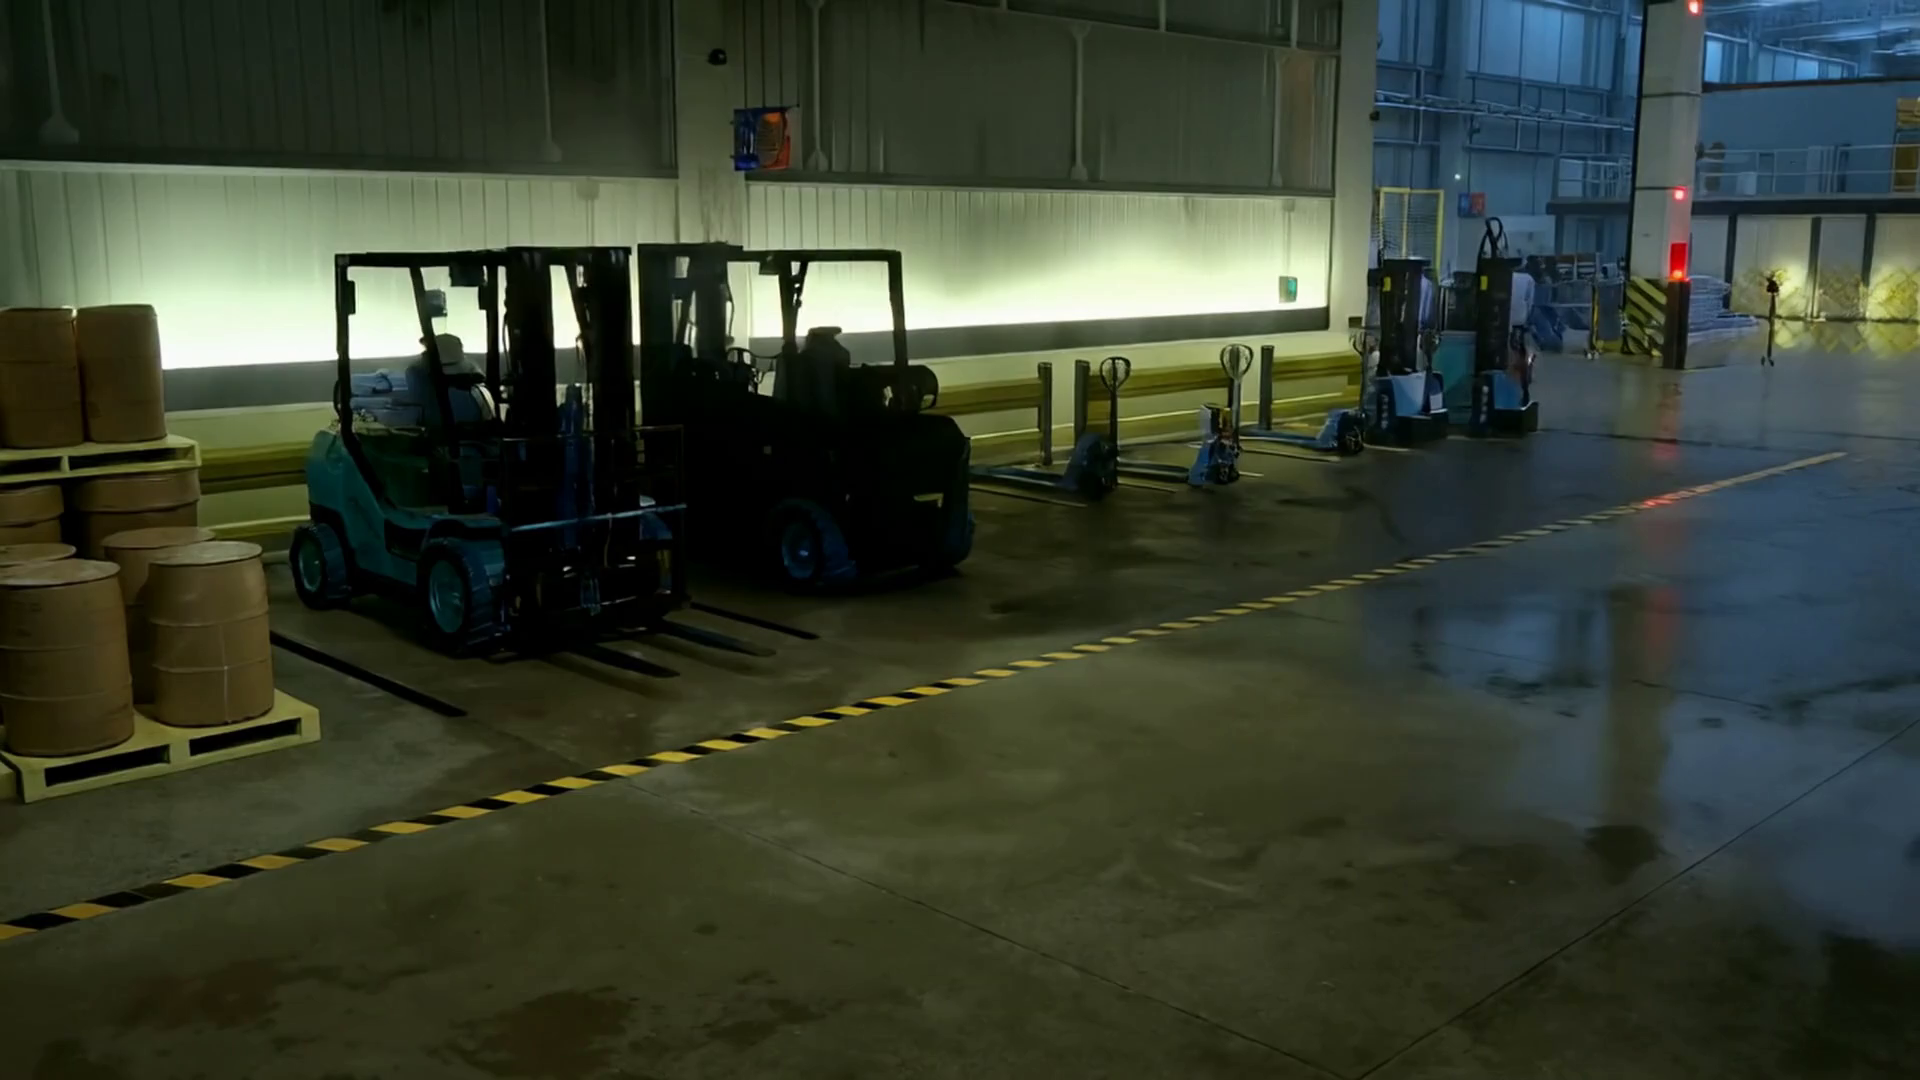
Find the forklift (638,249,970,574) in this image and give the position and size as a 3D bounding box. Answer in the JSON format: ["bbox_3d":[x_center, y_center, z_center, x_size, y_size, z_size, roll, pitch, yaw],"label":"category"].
[{"bbox_3d":[-1.173,-0.958,11.239,2.680,1.987,1.157,10,14,43],"label":"forklift"}]

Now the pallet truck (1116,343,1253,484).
[{"bbox_3d":[1.962,-1.215,15.415,1.522,1.261,0.704,10,14,43],"label":"pallet truck"}]

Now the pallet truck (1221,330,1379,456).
[{"bbox_3d":[3.563,-1.581,17.381,0.653,1.274,1.630,-10,14,-44],"label":"pallet truck"}]

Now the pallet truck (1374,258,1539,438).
[{"bbox_3d":[5.704,-2.208,18.901,1.885,1.965,0.823,10,14,43],"label":"pallet truck"}]

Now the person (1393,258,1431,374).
[{"bbox_3d":[7.158,-3.568,26.635,0.686,1.880,0.435,2,11,12],"label":"person"}]

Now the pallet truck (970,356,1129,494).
[{"bbox_3d":[0.784,-1.085,14.876,0.680,1.201,1.601,-10,14,-44],"label":"pallet truck"}]

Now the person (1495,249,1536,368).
[{"bbox_3d":[7.968,-3.167,24.007,0.608,2.044,0.373,-3,11,-18],"label":"person"}]

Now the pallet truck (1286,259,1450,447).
[{"bbox_3d":[4.493,-2.078,18.196,0.823,1.965,1.885,-9,14,-40],"label":"pallet truck"}]

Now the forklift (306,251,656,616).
[{"bbox_3d":[-2.833,-0.669,9.694,1.157,1.987,2.680,-10,14,-44],"label":"forklift"}]
